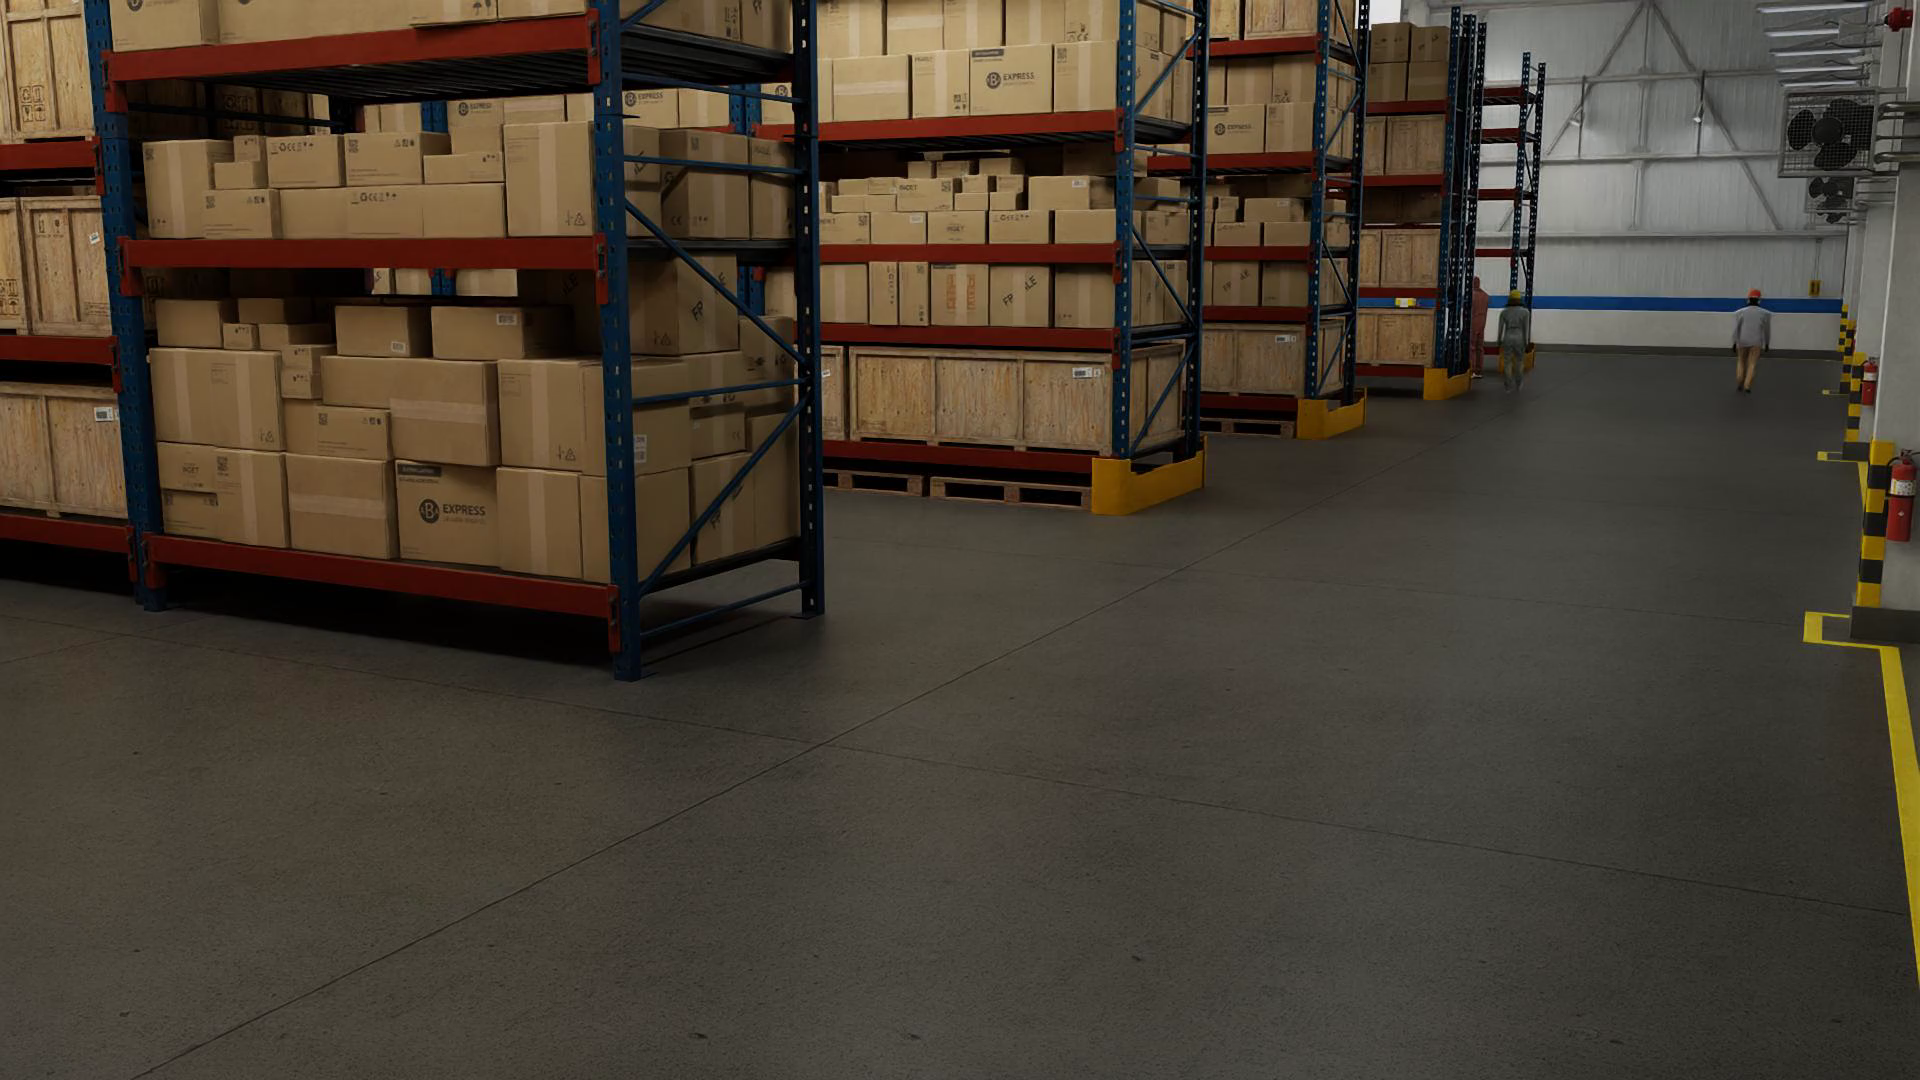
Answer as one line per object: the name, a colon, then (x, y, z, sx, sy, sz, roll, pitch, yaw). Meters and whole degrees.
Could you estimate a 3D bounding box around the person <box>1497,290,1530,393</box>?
person: (9.296, -3.335, 27.937, 0.513, 1.694, 0.879, 4, 11, 23)

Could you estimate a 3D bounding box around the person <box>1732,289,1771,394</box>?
person: (13.209, -3.311, 27.754, 0.584, 1.713, 0.822, 5, 11, 26)

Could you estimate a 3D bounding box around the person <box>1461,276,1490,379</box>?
person: (9.507, -3.933, 30.851, 0.636, 1.902, 0.406, -7, 12, -37)
